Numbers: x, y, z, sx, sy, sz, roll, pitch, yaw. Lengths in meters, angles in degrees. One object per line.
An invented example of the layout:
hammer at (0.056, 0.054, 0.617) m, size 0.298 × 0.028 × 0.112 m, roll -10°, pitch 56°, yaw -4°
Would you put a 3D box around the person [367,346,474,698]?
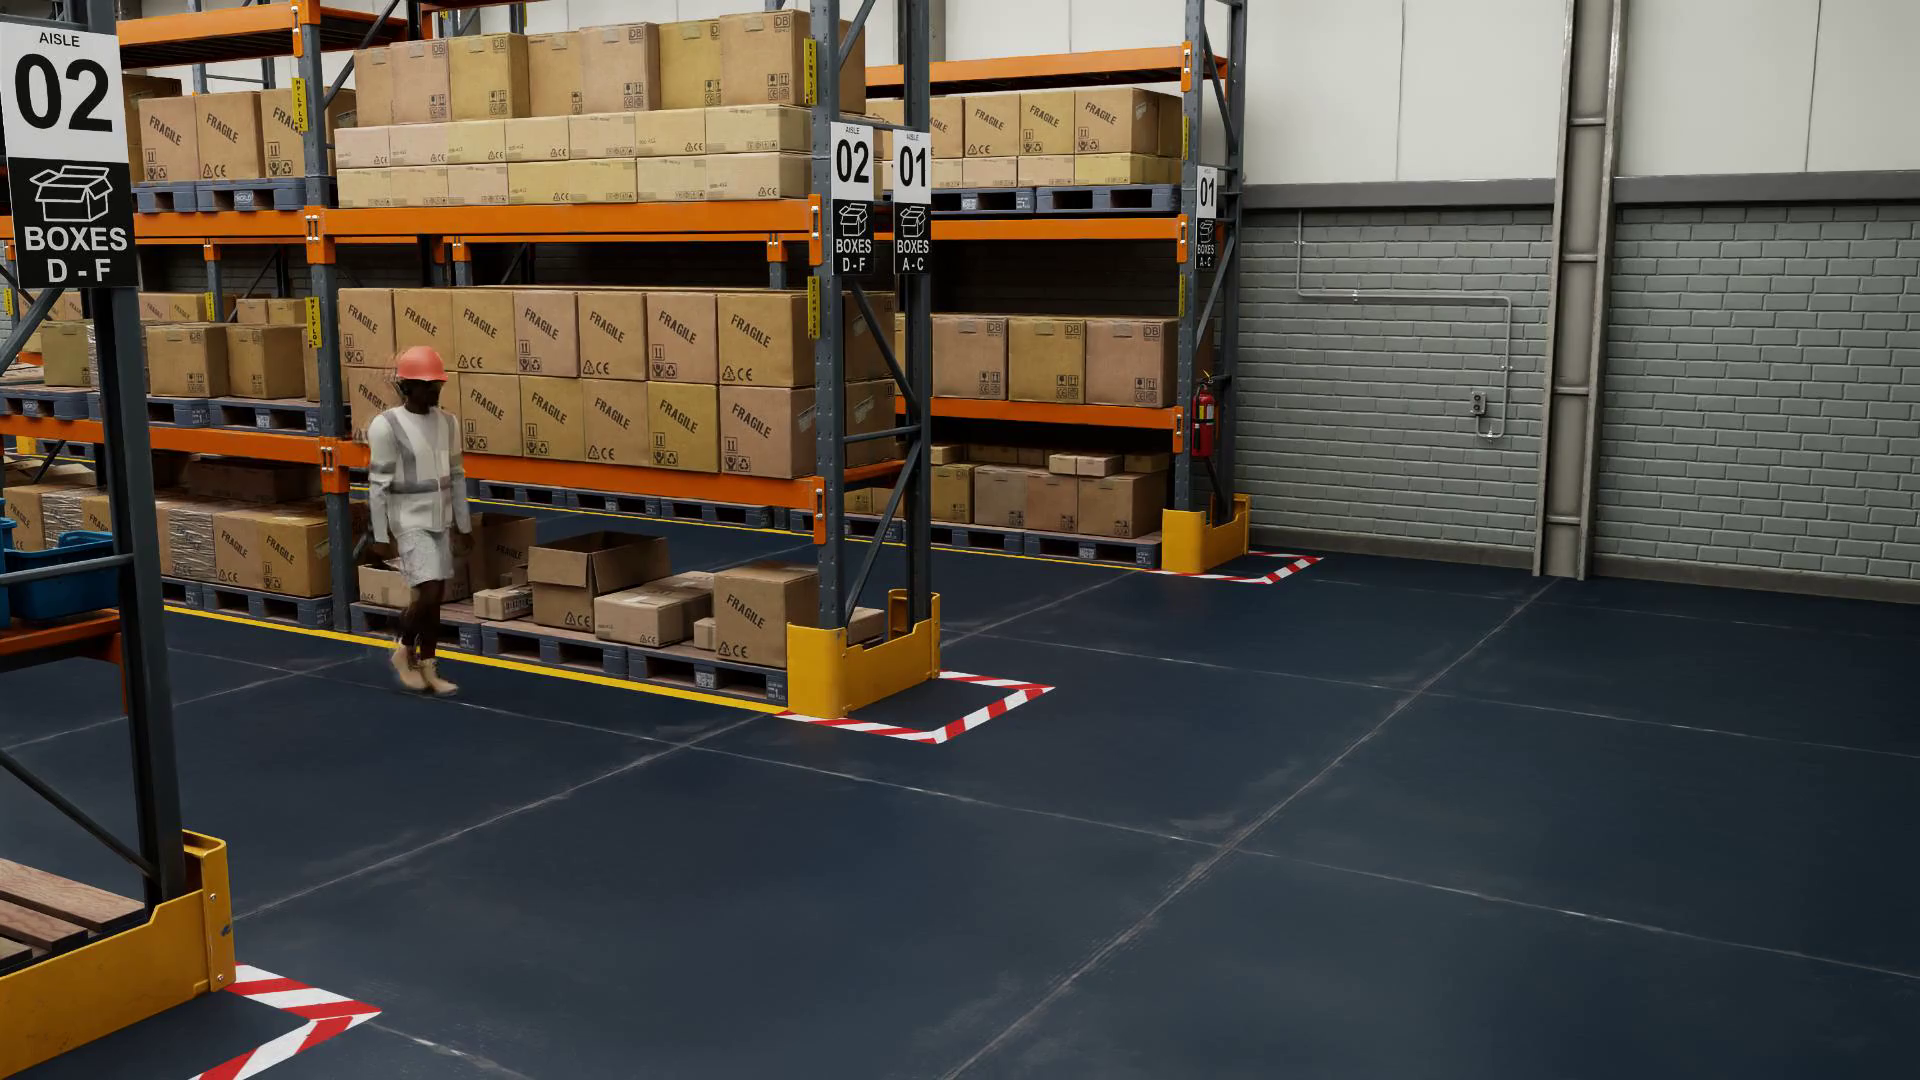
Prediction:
person at (-3.035, -0.087, 9.476) m, size 0.422 × 2.028 × 0.639 m, roll 5°, pitch 11°, yaw 26°
